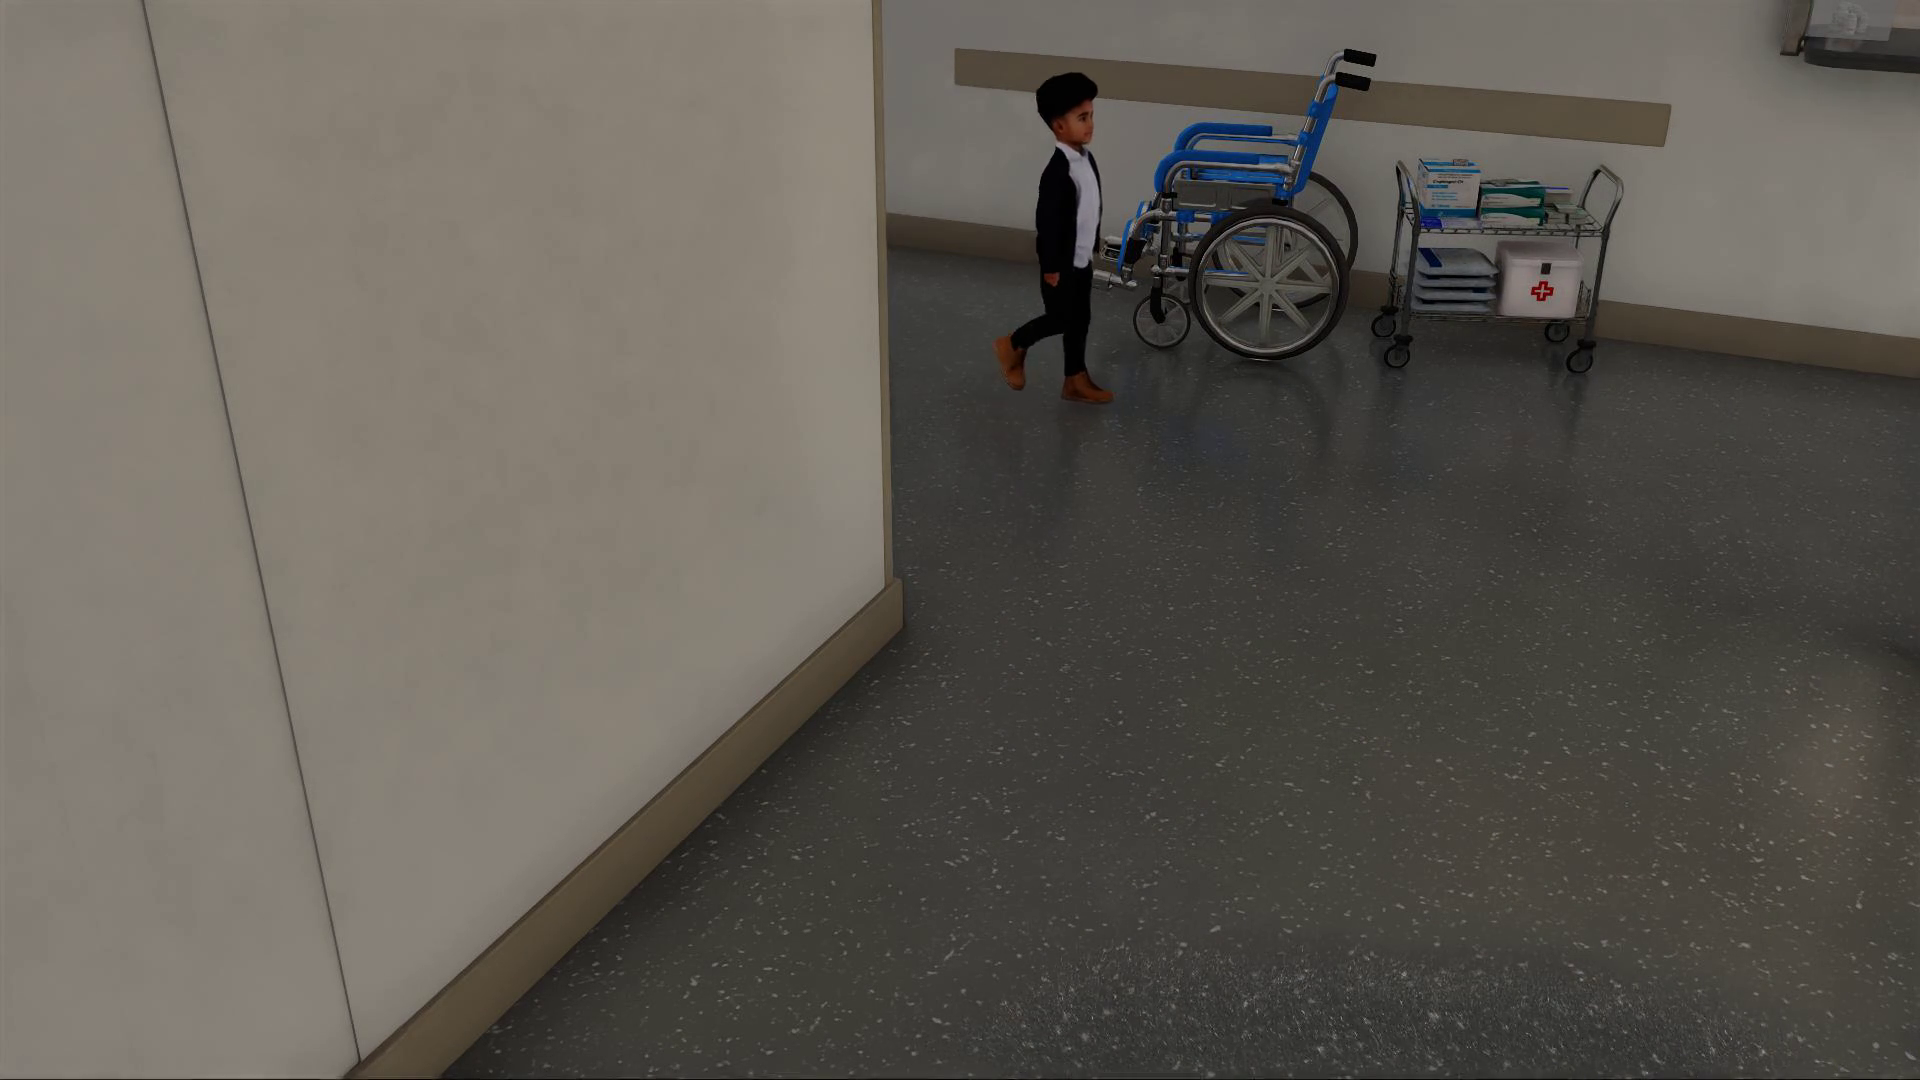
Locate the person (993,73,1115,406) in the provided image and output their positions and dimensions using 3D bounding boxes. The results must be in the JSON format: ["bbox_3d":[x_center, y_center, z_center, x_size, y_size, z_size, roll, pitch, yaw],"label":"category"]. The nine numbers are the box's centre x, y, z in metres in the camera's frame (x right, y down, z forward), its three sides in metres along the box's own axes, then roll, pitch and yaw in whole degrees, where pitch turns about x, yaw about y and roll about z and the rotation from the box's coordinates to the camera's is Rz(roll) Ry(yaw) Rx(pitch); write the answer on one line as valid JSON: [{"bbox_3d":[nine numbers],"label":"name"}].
[{"bbox_3d":[0.346,-1.089,6.115,0.611,1.218,0.665,15,30,29],"label":"person"}]
